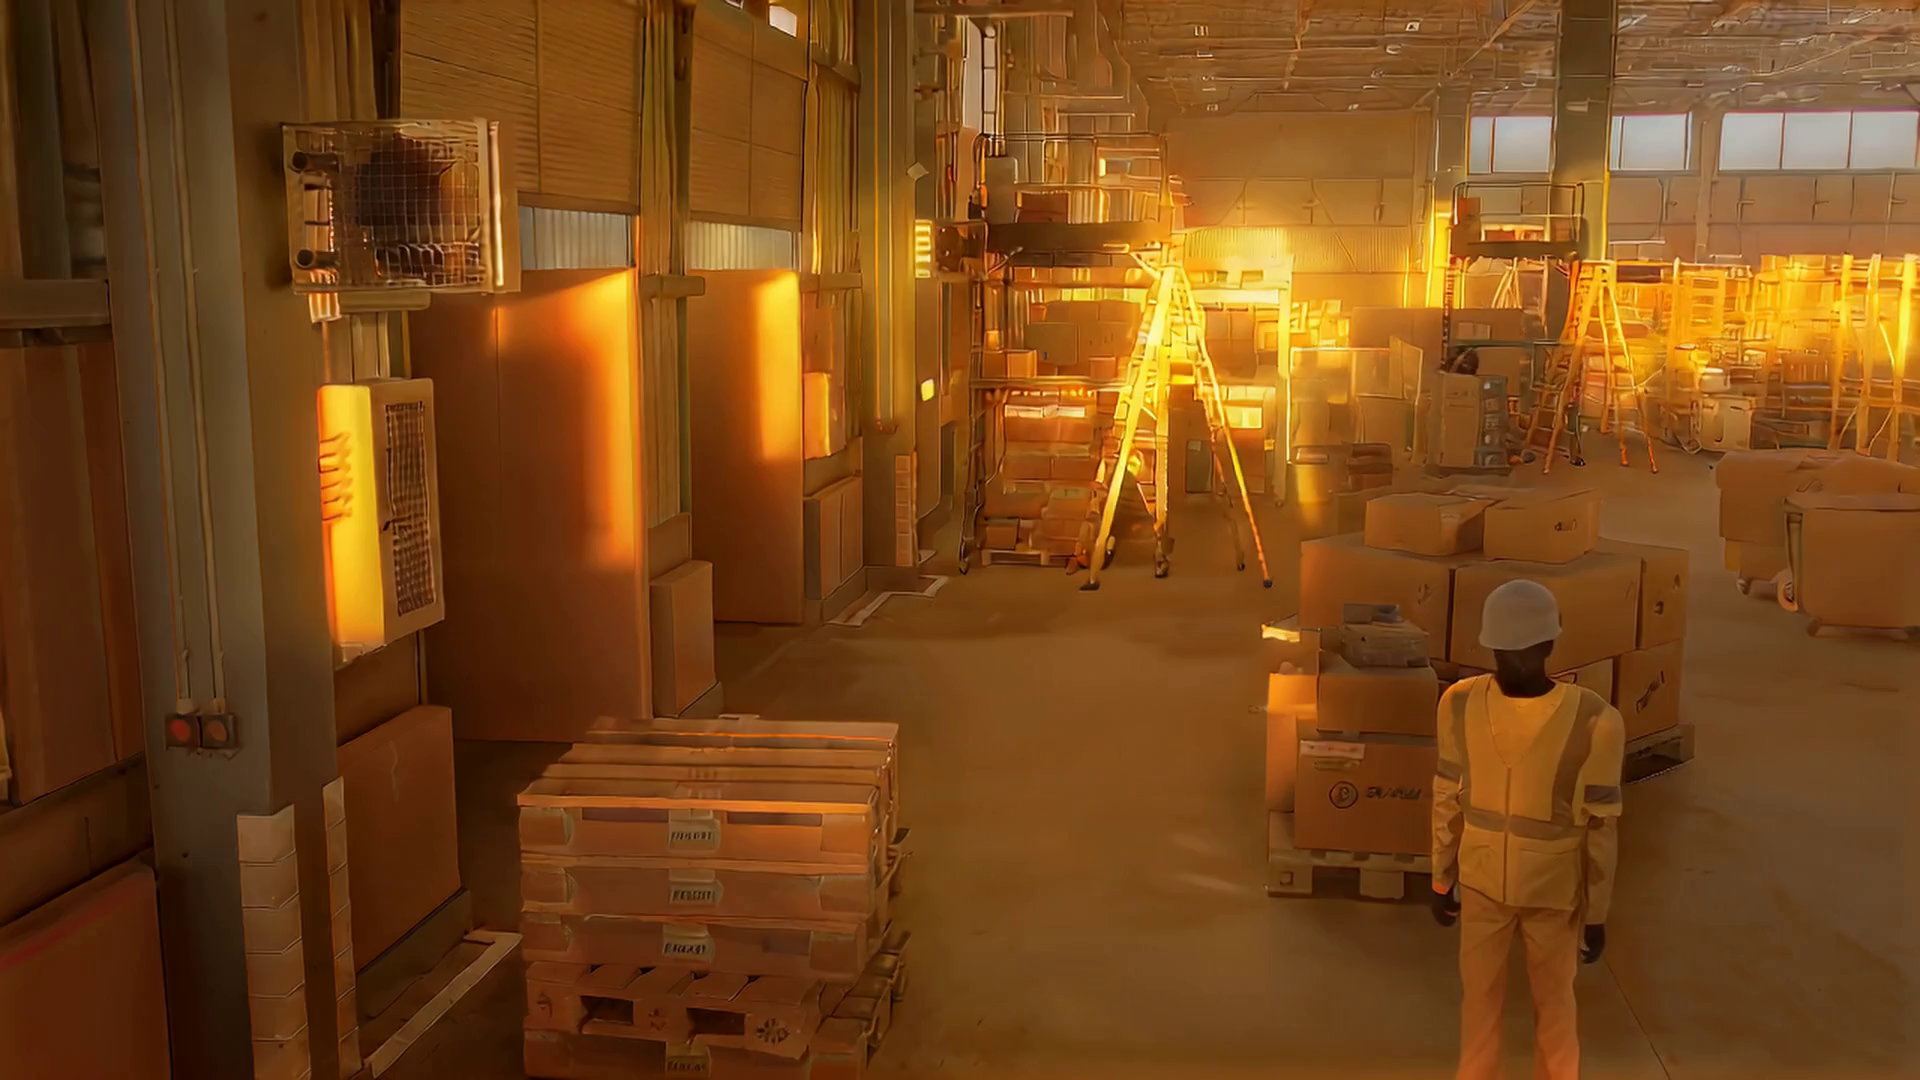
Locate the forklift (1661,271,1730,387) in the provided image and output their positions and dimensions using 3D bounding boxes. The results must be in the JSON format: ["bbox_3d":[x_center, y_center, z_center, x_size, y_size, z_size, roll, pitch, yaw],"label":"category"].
[{"bbox_3d":[17.529,-4.940,39.234,1.129,2.768,1.873,1,9,5],"label":"forklift"}]

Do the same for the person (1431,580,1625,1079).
[{"bbox_3d":[1.726,1.064,5.169,0.587,1.918,0.398,7,12,37],"label":"person"}]

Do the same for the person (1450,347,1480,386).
[{"bbox_3d":[8.698,-2.715,28.582,0.561,1.884,0.980,-4,10,-24],"label":"person"}]

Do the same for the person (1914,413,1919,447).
[{"bbox_3d":[15.612,-2.343,26.734,0.319,1.739,0.484,9,13,44],"label":"person"}]

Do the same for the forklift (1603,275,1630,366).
[{"bbox_3d":[17.759,-6.098,46.377,1.873,2.768,1.129,-3,10,-17],"label":"forklift"}]

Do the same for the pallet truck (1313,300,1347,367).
[{"bbox_3d":[11.159,-6.200,49.718,0.823,1.965,1.885,4,10,26],"label":"pallet truck"}]
